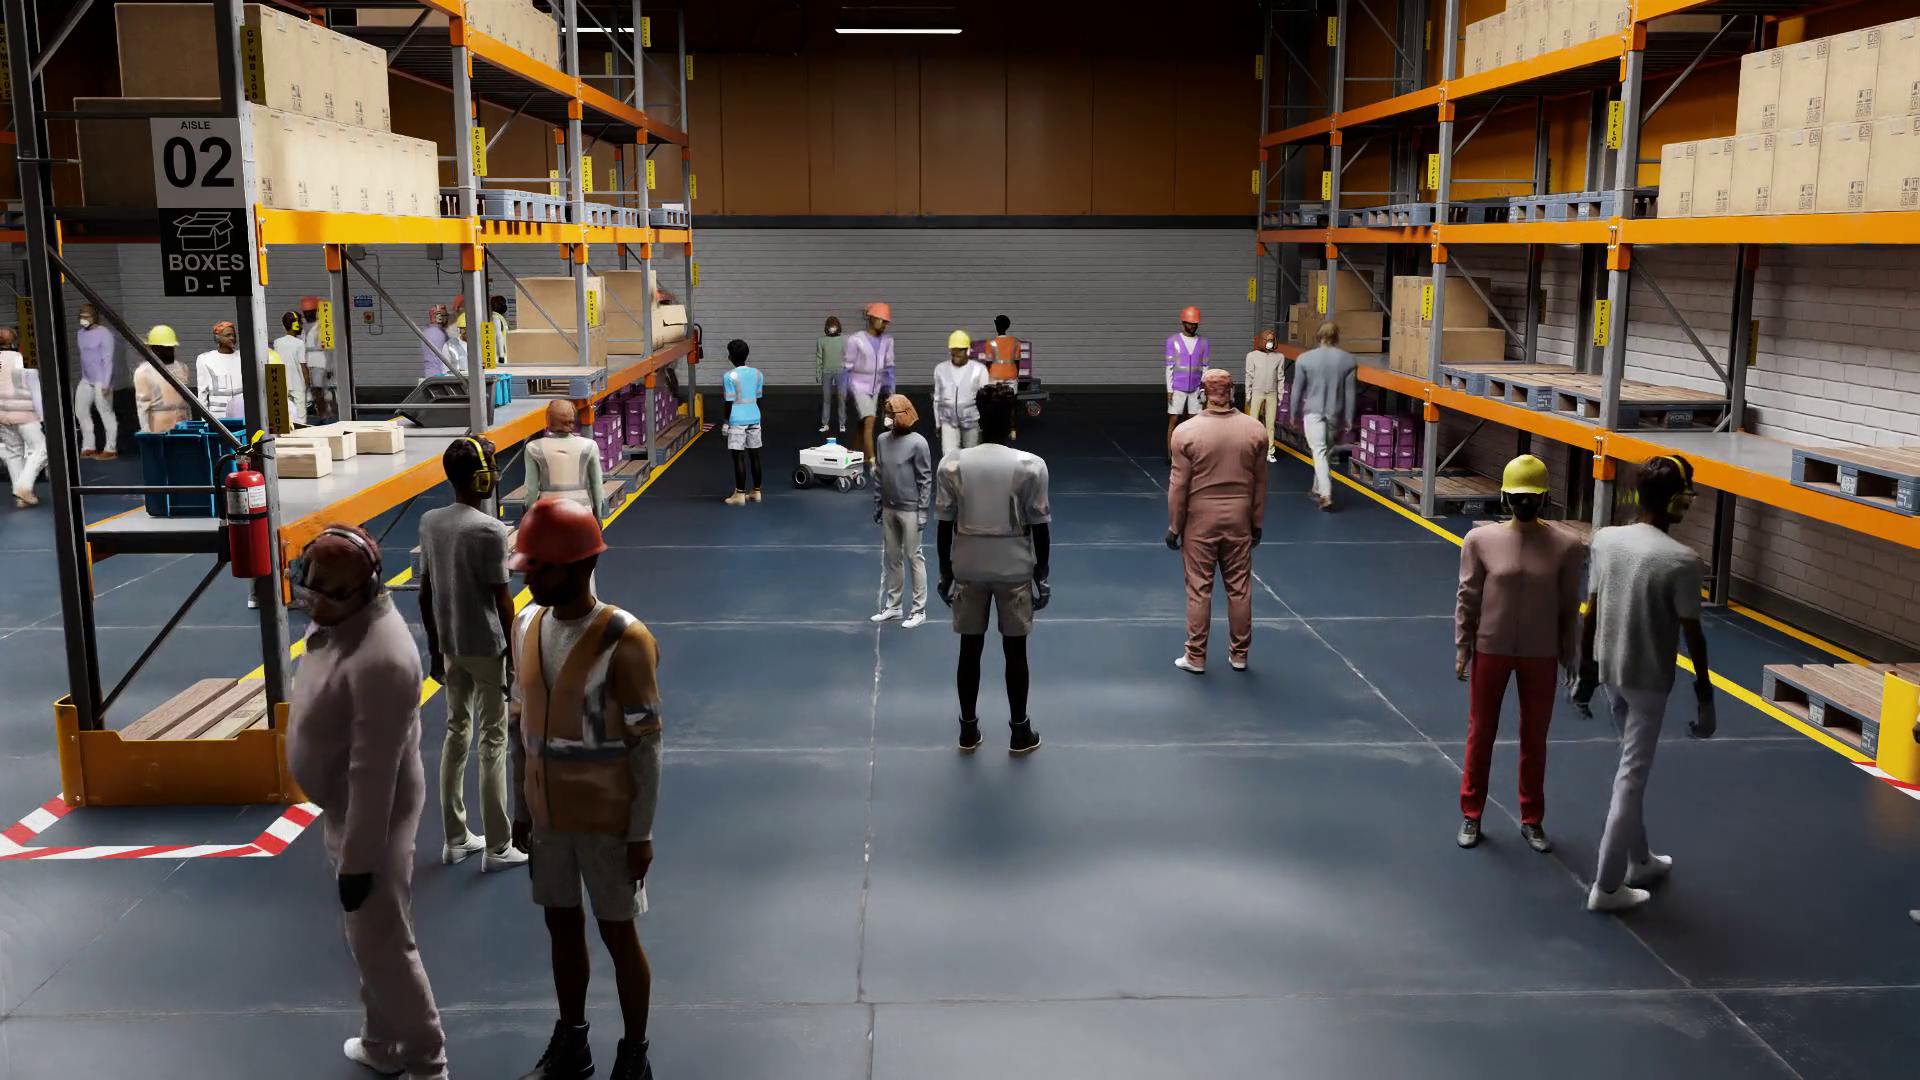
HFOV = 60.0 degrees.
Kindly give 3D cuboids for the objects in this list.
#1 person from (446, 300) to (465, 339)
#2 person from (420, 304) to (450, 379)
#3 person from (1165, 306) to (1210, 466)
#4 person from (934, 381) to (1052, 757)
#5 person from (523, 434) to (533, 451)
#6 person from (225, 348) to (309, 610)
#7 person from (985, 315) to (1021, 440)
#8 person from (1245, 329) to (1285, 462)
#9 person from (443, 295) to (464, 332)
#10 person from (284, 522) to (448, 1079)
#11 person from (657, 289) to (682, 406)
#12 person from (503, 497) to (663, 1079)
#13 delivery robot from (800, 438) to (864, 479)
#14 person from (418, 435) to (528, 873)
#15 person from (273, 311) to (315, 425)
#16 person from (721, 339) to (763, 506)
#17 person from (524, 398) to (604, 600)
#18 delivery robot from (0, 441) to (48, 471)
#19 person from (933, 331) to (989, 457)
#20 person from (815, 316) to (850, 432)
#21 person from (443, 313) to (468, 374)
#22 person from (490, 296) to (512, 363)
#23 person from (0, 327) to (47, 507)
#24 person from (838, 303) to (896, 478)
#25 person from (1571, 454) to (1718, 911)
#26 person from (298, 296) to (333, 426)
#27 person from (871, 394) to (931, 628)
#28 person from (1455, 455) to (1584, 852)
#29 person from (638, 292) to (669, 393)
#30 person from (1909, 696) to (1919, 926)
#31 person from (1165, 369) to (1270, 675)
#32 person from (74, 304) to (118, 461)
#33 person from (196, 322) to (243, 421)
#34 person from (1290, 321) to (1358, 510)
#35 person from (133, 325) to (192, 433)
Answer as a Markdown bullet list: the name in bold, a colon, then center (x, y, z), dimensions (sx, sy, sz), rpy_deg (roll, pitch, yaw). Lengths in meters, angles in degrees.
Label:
- **person**: center (-6.453, -2.198, 21.917), dimensions (0.653, 1.921, 0.451), rpy_deg (1, 10, 3)
- **person**: center (-6.432, -1.965, 20.666), dimensions (0.407, 1.910, 0.639), rpy_deg (-7, 12, -35)
- **person**: center (2.717, -1.824, 19.848), dimensions (0.546, 1.928, 0.408), rpy_deg (-2, 10, -9)
- **person**: center (0.177, 0.156, 8.691), dimensions (0.614, 1.962, 0.366), rpy_deg (2, 10, 13)
- **person**: center (-5.393, -2.041, 21.315), dimensions (0.622, 1.835, 0.430), rpy_deg (-7, 12, -32)
- **person**: center (-5.029, -0.435, 12.116), dimensions (0.590, 1.922, 0.392), rpy_deg (3, 11, 18)
- **person**: center (0.571, -2.187, 22.496), dimensions (0.545, 1.700, 0.318), rpy_deg (-4, 11, -21)
- **person**: center (3.707, -1.748, 20.247), dimensions (0.496, 1.629, 0.277), rpy_deg (-1, 10, -7)
- **person**: center (-6.846, -2.422, 23.061), dimensions (0.677, 1.959, 0.653), rpy_deg (1, 10, 4)
- **person**: center (-1.859, 0.850, 5.138), dimensions (0.395, 1.862, 0.728), rpy_deg (-5, 11, -25)
- **person**: center (-4.733, -3.080, 26.826), dimensions (0.420, 1.923, 0.555), rpy_deg (4, 11, 20)
- **person**: center (-1.169, 0.823, 5.058), dimensions (0.551, 1.932, 0.373), rpy_deg (6, 12, 29)
- **delivery robot**: center (-1.392, -0.866, 18.047), dimensions (0.707, 0.478, 0.477), rpy_deg (7, 12, 34)
- **person**: center (-2.070, 0.486, 7.119), dimensions (0.532, 1.868, 0.310), rpy_deg (6, 12, 29)
- **person**: center (-7.840, -1.754, 19.612), dimensions (0.532, 1.864, 0.312), rpy_deg (5, 11, 24)
- **person**: center (-2.227, -1.195, 16.995), dimensions (0.319, 1.686, 0.533), rpy_deg (7, 13, 36)
- **person**: center (-2.661, -0.135, 11.219), dimensions (0.522, 1.638, 0.310), rpy_deg (-3, 11, -17)
- **delivery robot**: center (-10.508, -0.976, 18.662), dimensions (0.707, 0.478, 0.477), rpy_deg (8, 13, 38)
- **person**: center (0.021, -1.241, 16.944), dimensions (0.597, 1.798, 0.913), rpy_deg (2, 10, 10)
- **person**: center (-1.793, -2.344, 23.528), dimensions (0.507, 1.636, 0.274), rpy_deg (1, 10, 5)
- **person**: center (-5.935, -1.831, 20.127), dimensions (0.591, 1.833, 0.404), rpy_deg (-5, 12, -28)
- **person**: center (-7.193, -2.900, 26.059), dimensions (0.429, 1.844, 0.624), rpy_deg (-3, 11, -18)
- **person**: center (-9.489, -1.224, 16.751), dimensions (0.665, 1.829, 0.526), rpy_deg (1, 10, 7)
- **person**: center (-1.030, -1.710, 19.005), dimensions (0.633, 1.982, 0.983), rpy_deg (-9, 14, -42)
- **person**: center (2.832, 0.572, 6.696), dimensions (0.719, 1.845, 0.539), rpy_deg (-5, 11, -25)
- **person**: center (-9.095, -2.473, 23.447), dimensions (0.574, 1.923, 0.475), rpy_deg (4, 11, 23)
- **person**: center (-0.411, -0.205, 11.619), dimensions (0.504, 1.632, 0.269), rpy_deg (10, 14, 43)
- **person**: center (2.448, 0.501, 7.324), dimensions (0.532, 1.768, 0.311), rpy_deg (2, 10, 11)
- **person**: center (-4.559, -2.729, 24.713), dimensions (0.483, 1.977, 0.644), rpy_deg (-6, 12, -28)
- **person**: center (3.944, 0.669, 6.388), dimensions (0.527, 1.768, 0.331), rpy_deg (1, 10, 7)
- **person**: center (1.585, -0.111, 10.353), dimensions (0.639, 1.903, 0.407), rpy_deg (-2, 10, -11)
- **person**: center (-10.617, -1.907, 20.278), dimensions (0.662, 1.925, 0.620), rpy_deg (5, 12, 28)
- **person**: center (-7.370, -1.259, 16.796), dimensions (0.583, 1.883, 0.350), rpy_deg (-7, 13, -36)
- **person**: center (3.685, -1.264, 16.838), dimensions (0.638, 1.894, 1.043), rpy_deg (-1, 10, -3)
- **person**: center (-7.314, -1.022, 15.384), dimensions (0.425, 1.911, 0.619), rpy_deg (4, 11, 24)
